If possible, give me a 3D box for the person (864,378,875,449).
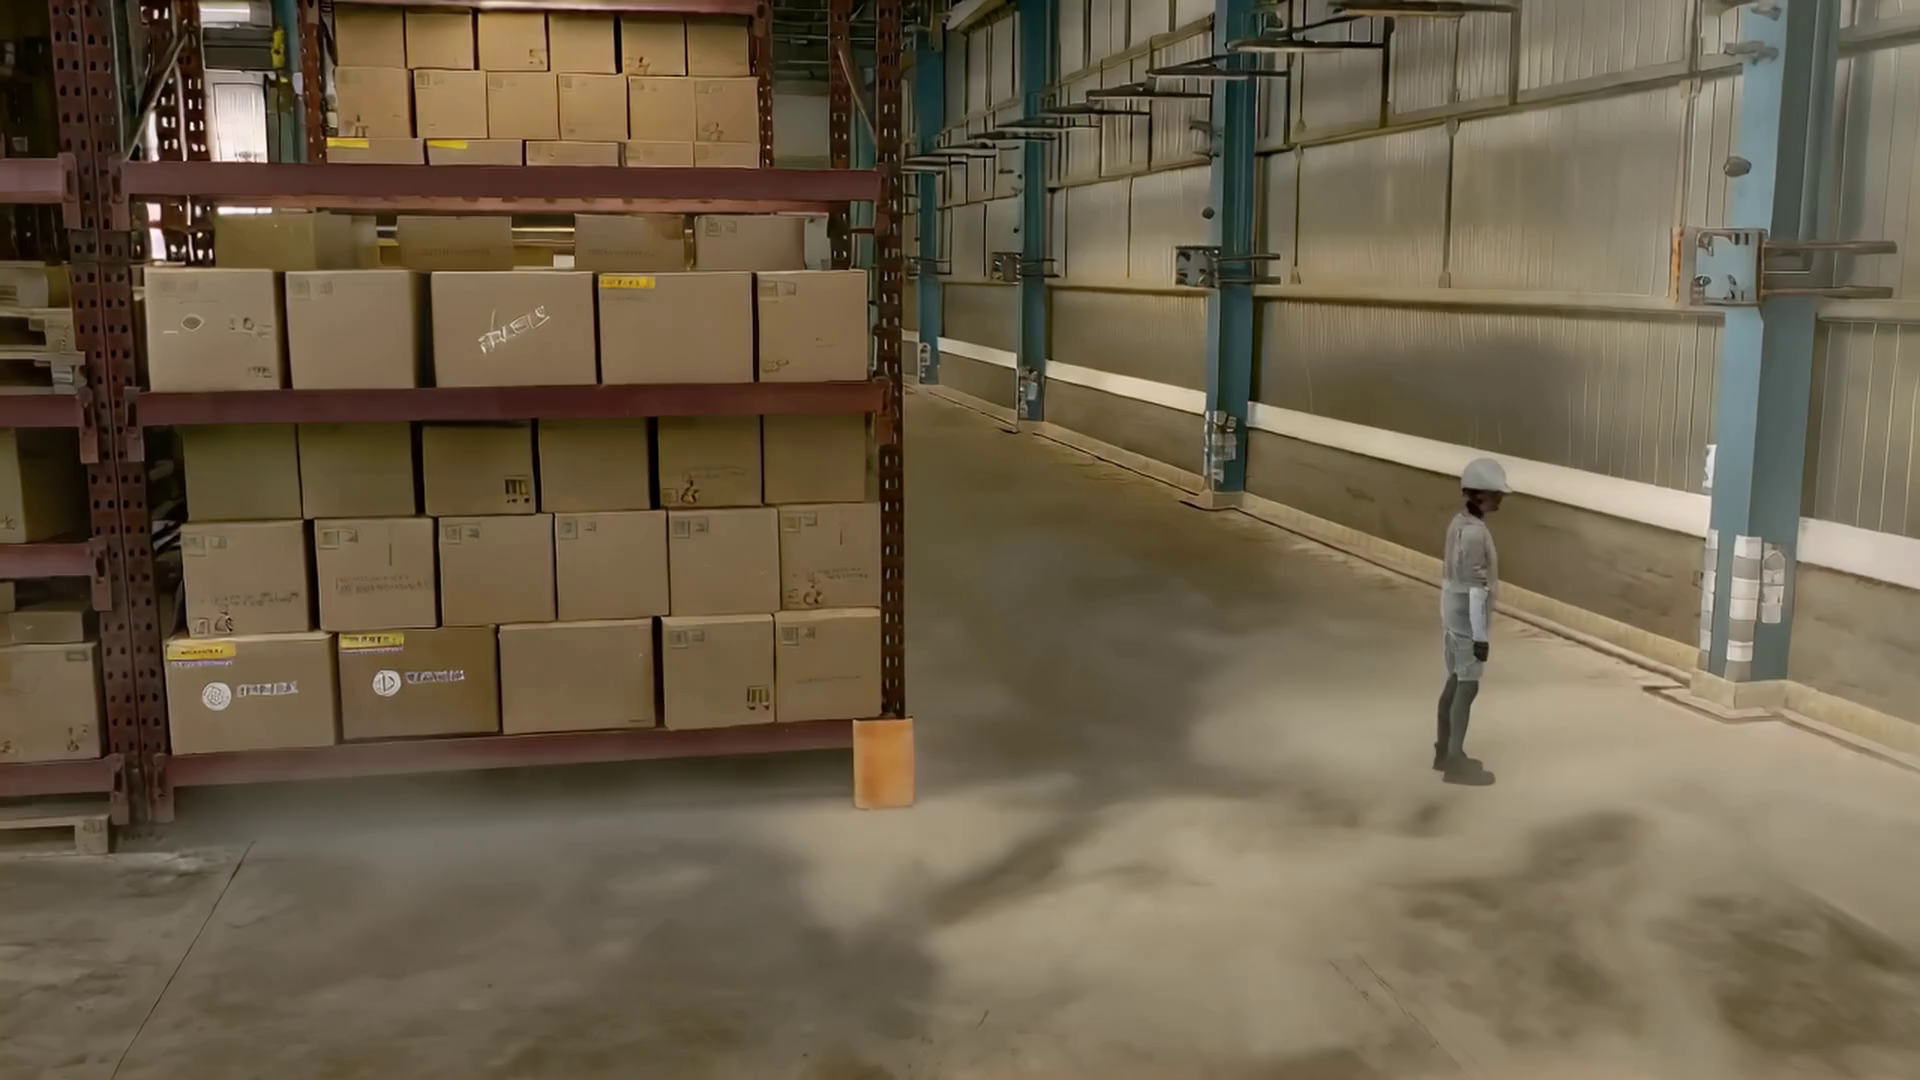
[{"bbox_3d":[-1.436,-1.689,23.392,0.615,1.795,0.464,2,10,12],"label":"person"}]

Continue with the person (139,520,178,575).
[{"bbox_3d":[-5.336,0.288,11.079,0.610,1.890,0.651,-2,10,-12],"label":"person"}]

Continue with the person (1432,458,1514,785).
[{"bbox_3d":[3.029,0.477,9.808,0.390,1.930,0.541,1,9,6],"label":"person"}]
